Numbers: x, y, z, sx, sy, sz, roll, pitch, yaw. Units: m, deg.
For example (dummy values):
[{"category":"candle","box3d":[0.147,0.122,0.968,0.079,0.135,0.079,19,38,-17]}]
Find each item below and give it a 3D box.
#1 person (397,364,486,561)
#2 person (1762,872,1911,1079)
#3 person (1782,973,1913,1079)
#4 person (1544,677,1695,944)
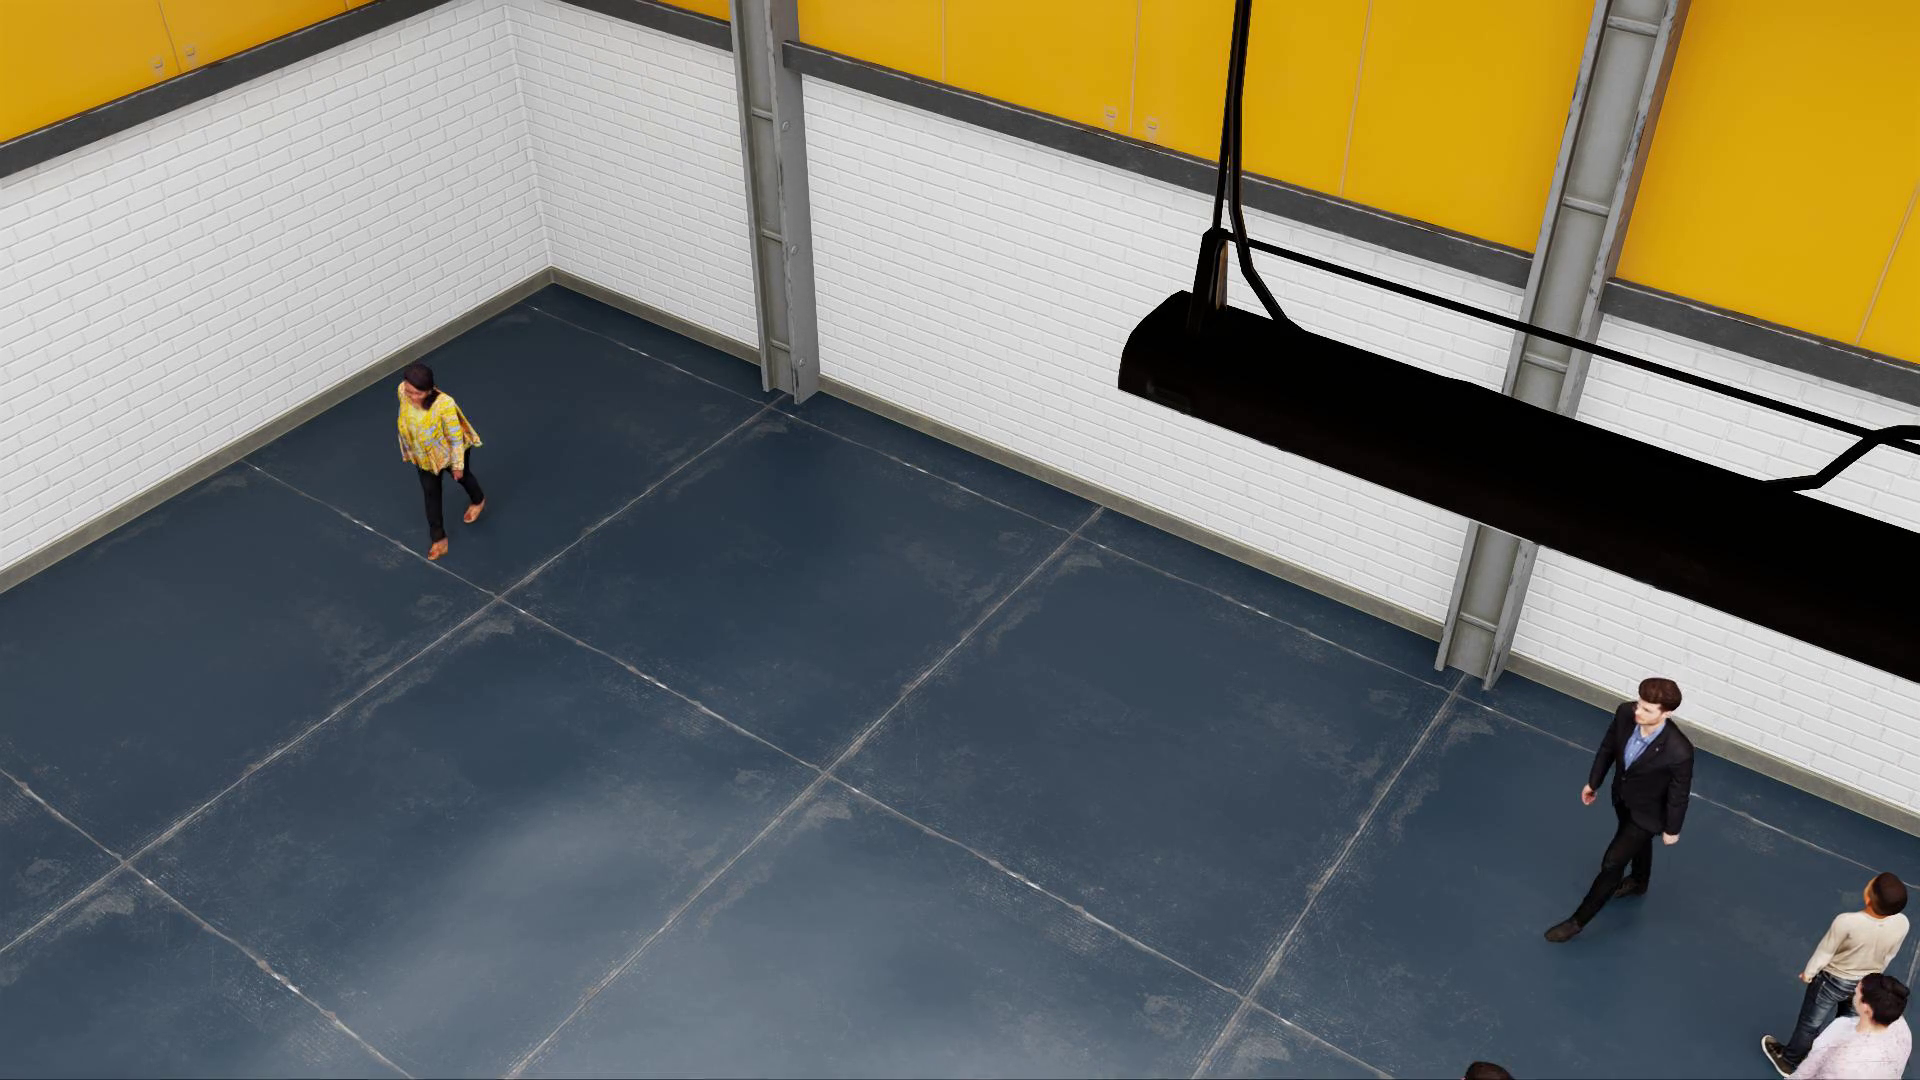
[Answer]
[{"category":"person","box3d":[-3.728,-0.682,12.053,1.060,1.591,0.978,14,41,17]},{"category":"person","box3d":[4.533,2.241,8.498,0.590,1.459,0.673,-1,39,-1]},{"category":"person","box3d":[4.144,2.671,7.742,0.799,1.731,0.824,-21,43,-24]},{"category":"person","box3d":[3.813,1.431,9.212,1.130,1.835,1.133,-11,40,-14]}]
